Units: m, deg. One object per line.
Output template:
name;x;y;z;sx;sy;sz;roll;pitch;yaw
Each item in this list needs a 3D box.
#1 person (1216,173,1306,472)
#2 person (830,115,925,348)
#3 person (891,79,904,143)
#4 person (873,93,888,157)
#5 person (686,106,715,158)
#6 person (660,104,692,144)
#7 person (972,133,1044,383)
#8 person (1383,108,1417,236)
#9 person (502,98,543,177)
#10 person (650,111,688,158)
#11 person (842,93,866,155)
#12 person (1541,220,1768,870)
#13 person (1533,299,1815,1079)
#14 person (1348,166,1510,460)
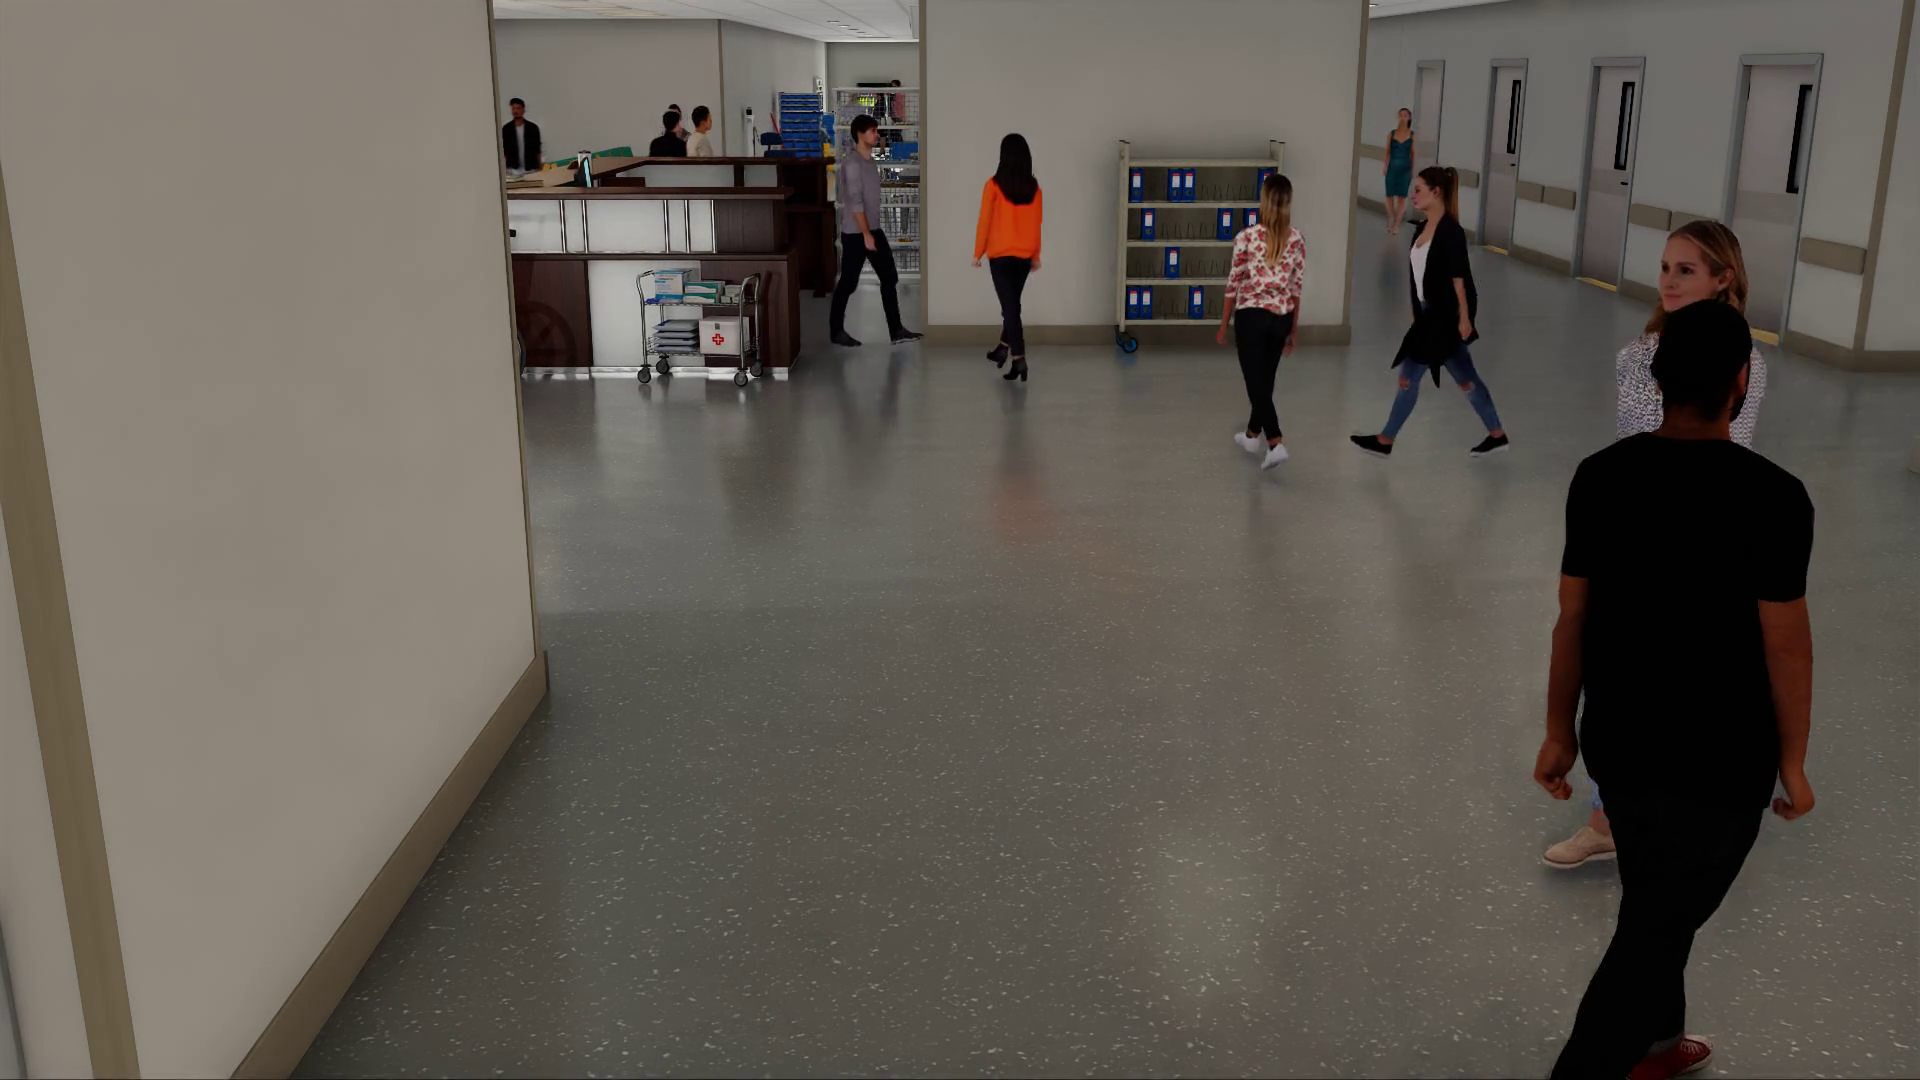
person;1.697;-1.165;9.154;1.097;1.598;0.837;-4;16;-15
person;-0.862;-2.429;13.230;1.089;1.818;0.902;7;17;23
person;-1.631;-11.137;43.868;0.633;1.955;0.671;-4;16;-13
person;-2.078;-10.950;43.726;0.625;1.671;0.695;1;16;3
person;-2.865;-3.724;17.864;0.742;1.797;0.736;-6;17;-21
person;-3.652;-4.717;21.620;1.001;1.832;0.882;4;16;15
person;0.406;-1.982;11.805;0.992;1.731;0.988;-10;19;-33
person;5.958;-4.979;22.537;0.593;1.677;0.704;5;16;17
person;-6.049;-5.192;23.057;0.599;1.804;0.777;-2;16;-5
person;-3.411;-4.123;19.433;0.604;1.713;0.786;3;16;12
person;-2.211;-8.301;34.061;0.808;1.817;0.795;2;16;7
person;2.004;0.038;4.564;1.157;1.773;0.947;-8;18;-28
person;1.347;0.436;3.220;1.147;1.737;0.997;-10;18;-31
person;2.764;-1.193;9.214;1.141;1.619;0.652;-2;16;-7
